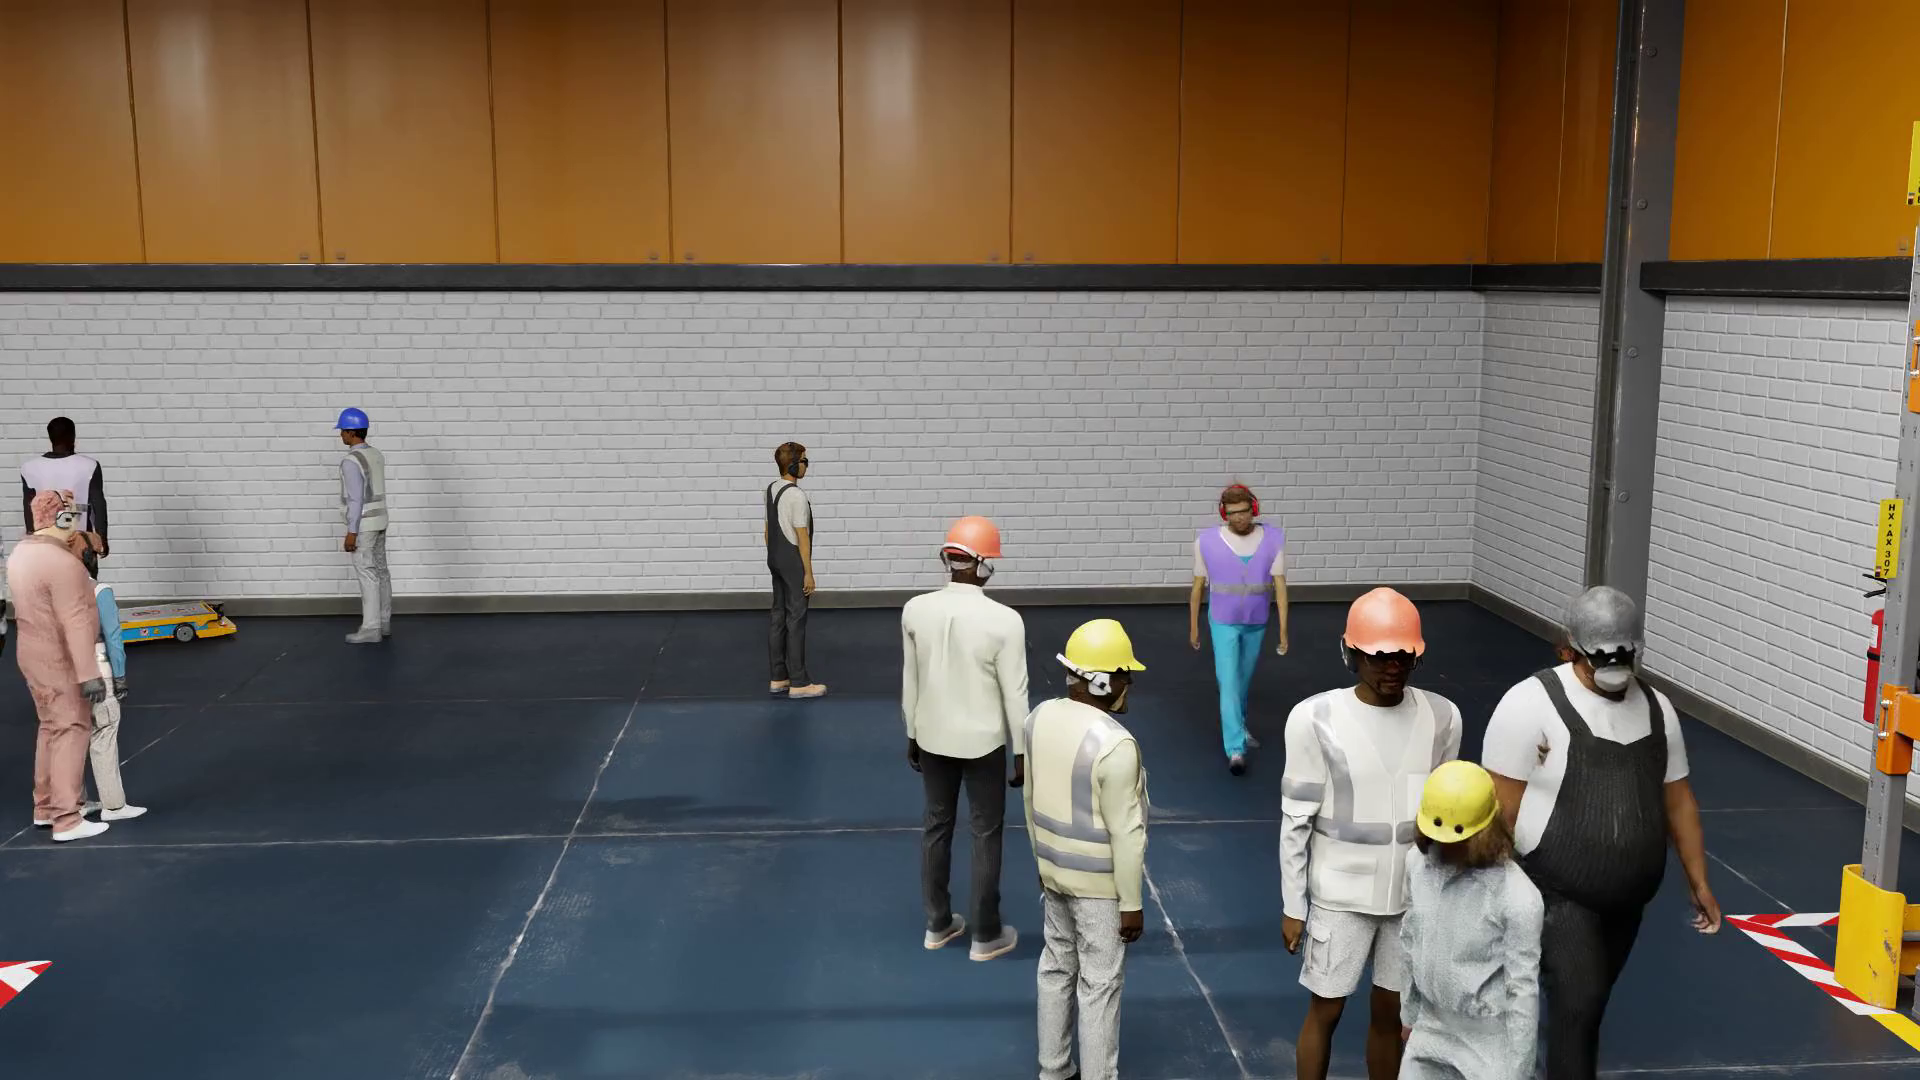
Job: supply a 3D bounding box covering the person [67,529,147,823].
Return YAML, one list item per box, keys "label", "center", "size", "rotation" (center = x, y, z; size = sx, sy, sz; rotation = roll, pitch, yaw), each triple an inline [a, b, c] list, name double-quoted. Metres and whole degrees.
- label: "person"
  center: [-4.829, 0.758, 9.219]
  size: [0.512, 1.638, 0.307]
  rotation: [3, 10, 21]

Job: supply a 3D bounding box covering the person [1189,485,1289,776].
- label: "person"
  center: [1.739, 0.525, 10.293]
  size: [0.598, 1.765, 1.057]
  rotation: [-1, 9, -6]

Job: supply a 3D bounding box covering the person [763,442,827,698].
- label: "person"
  center: [-1.212, 0.213, 11.993]
  size: [0.345, 1.847, 0.504]
  rotation: [-7, 11, -38]

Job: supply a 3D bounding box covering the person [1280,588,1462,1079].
- label: "person"
  center: [1.353, 1.157, 5.445]
  size: [0.614, 2.040, 0.390]
  rotation: [-2, 9, -11]

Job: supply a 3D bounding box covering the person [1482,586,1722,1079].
- label: "person"
  center: [2.170, 1.131, 5.616]
  size: [0.716, 2.000, 0.700]
  rotation: [-4, 10, -23]

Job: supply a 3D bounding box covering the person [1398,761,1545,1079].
- label: "person"
  center: [1.475, 1.429, 4.772]
  size: [0.537, 1.704, 0.523]
  rotation: [-6, 11, -32]

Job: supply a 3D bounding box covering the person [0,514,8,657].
- label: "person"
  center: [-6.620, 0.328, 11.048]
  size: [0.544, 1.921, 0.491]
  rotation: [-1, 9, -9]

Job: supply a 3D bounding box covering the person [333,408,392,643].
- label: "person"
  center: [-4.944, -0.122, 13.770]
  size: [0.406, 1.948, 0.605]
  rotation: [0, 9, 2]

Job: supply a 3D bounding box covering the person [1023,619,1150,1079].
- label: "person"
  center: [0.472, 1.183, 5.944]
  size: [0.404, 1.828, 0.601]
  rotation: [-6, 11, -31]

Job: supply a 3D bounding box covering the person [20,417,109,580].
- label: "person"
  center: [-7.109, -0.020, 13.250]
  size: [0.590, 1.911, 0.386]
  rotation: [-2, 9, -13]

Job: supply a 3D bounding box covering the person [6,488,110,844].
- label: "person"
  center: [-4.821, 0.672, 8.959]
  size: [0.748, 1.896, 0.397]
  rotation: [8, 12, 41]

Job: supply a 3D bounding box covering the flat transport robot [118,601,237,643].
- label: "flat transport robot"
  center: [-6.832, 0.711, 13.793]
  size: [1.431, 0.197, 0.652]
  rotation: [-6, 11, -33]

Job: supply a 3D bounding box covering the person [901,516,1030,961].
- label: "person"
  center: [0.031, 0.878, 7.400]
  size: [0.621, 1.980, 0.425]
  rotation: [5, 10, 27]
